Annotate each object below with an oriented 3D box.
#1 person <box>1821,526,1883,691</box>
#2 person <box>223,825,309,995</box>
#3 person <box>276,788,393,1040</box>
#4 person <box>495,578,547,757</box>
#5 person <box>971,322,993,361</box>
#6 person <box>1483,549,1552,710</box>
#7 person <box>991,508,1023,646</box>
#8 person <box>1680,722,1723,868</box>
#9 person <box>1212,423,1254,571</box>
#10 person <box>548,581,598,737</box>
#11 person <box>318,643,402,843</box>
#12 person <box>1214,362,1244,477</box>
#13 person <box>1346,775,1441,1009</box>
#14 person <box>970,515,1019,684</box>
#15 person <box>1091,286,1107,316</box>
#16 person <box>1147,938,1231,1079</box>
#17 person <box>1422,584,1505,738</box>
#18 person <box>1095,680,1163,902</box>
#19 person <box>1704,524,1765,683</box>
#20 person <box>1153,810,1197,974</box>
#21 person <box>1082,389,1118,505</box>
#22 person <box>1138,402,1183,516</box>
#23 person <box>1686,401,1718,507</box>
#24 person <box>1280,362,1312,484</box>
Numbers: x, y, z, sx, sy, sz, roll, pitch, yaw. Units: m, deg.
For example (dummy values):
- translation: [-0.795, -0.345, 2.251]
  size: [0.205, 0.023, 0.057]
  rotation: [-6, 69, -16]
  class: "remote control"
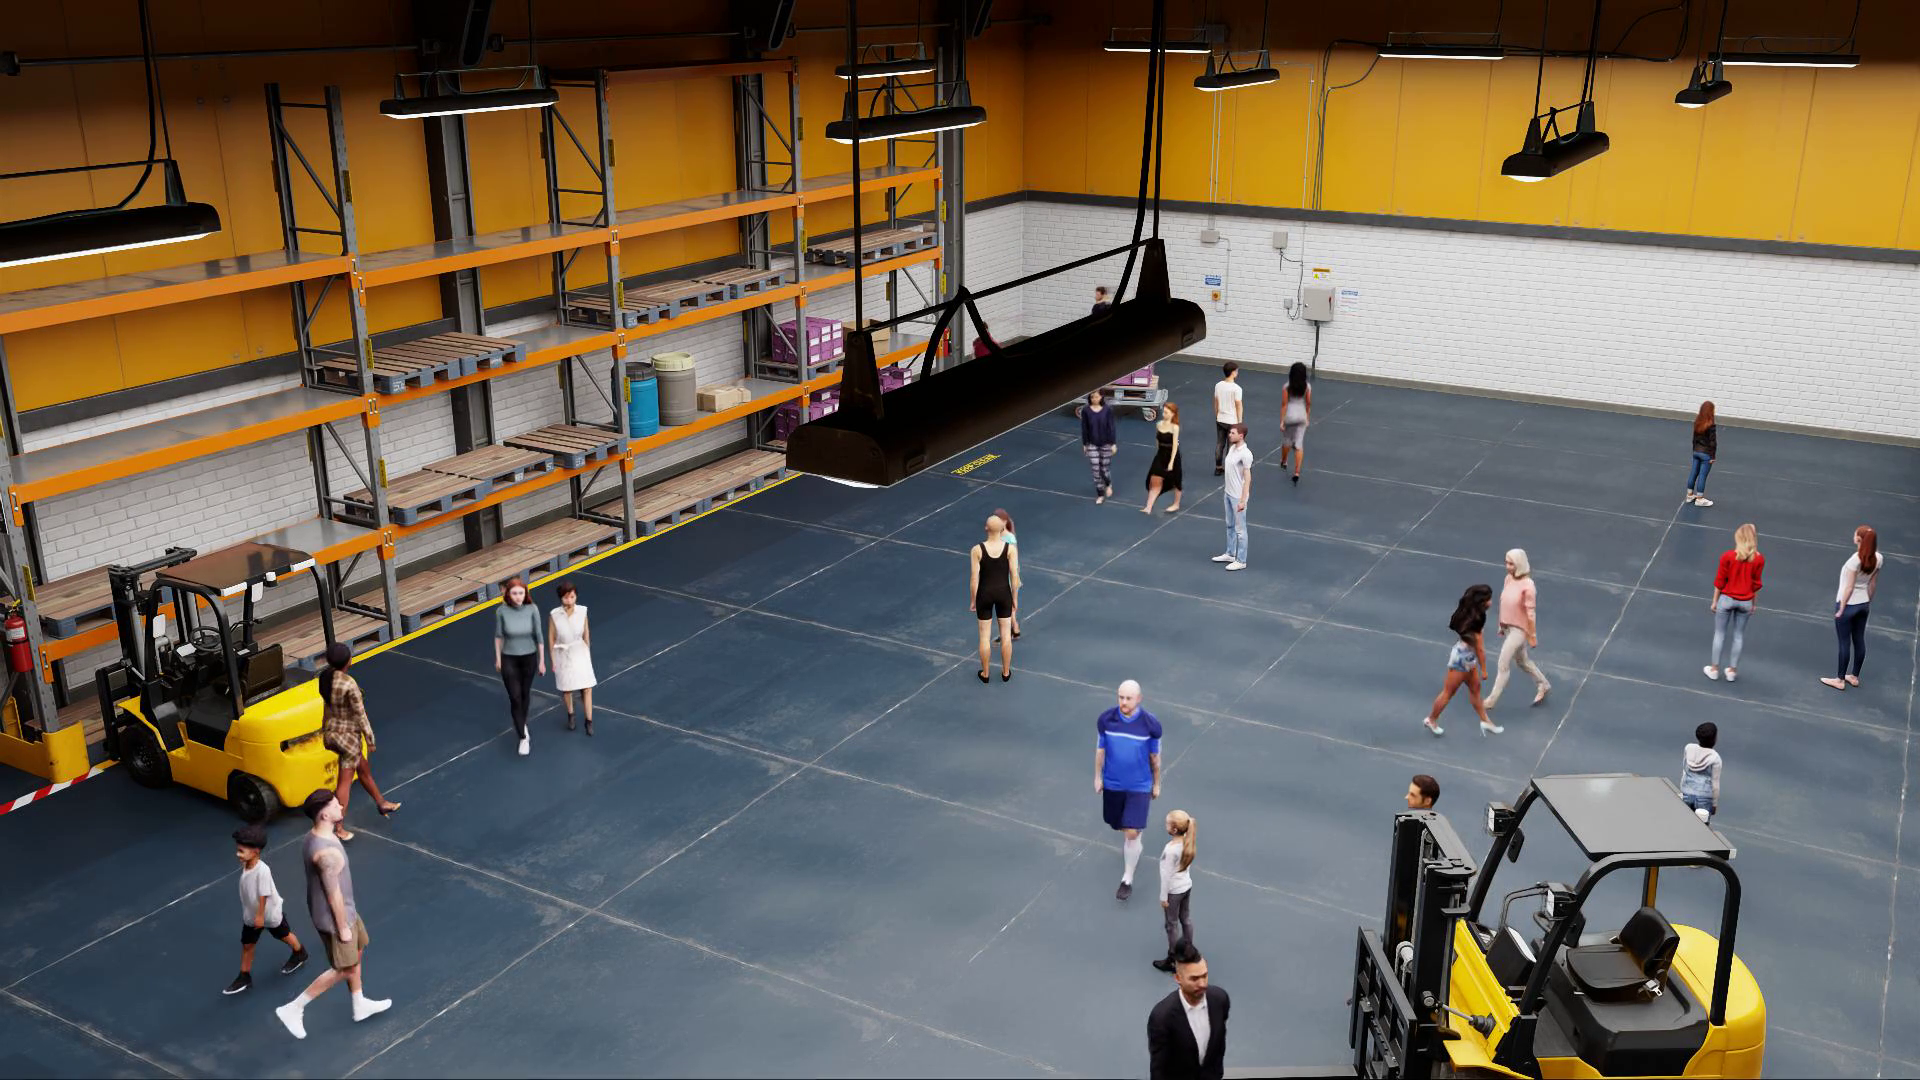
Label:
- translation: [9.243, 0.694, 17.177]
  size: [0.643, 1.737, 0.716]
  rotation: [-6, 20, -18]
  class: "person"
- translation: [-5.040, 2.655, 12.148]
  size: [0.485, 1.231, 0.856]
  rotation: [11, 21, 29]
  class: "person"
- translation: [-4.360, 2.582, 11.404]
  size: [1.116, 1.827, 0.947]
  rotation: [-10, 21, -28]
  class: "person"
- translation: [-4.219, 1.146, 15.873]
  size: [0.957, 1.712, 0.990]
  rotation: [-6, 19, -16]
  class: "person"
- translation: [0.443, -2.954, 28.348]
  size: [0.538, 1.520, 1.019]
  rotation: [11, 22, 30]
  class: "person"
- translation: [5.658, 0.897, 16.653]
  size: [1.167, 1.687, 1.128]
  rotation: [-5, 19, -14]
  class: "person"
- translation: [0.568, 0.384, 18.411]
  size: [0.742, 1.537, 0.696]
  rotation: [-12, 22, -31]
  class: "person"
- translation: [6.101, 2.092, 13.776]
  size: [0.570, 1.258, 0.535]
  rotation: [-14, 23, -36]
  class: "person"
- translation: [3.450, -0.560, 20.722]
  size: [0.768, 1.851, 0.718]
  rotation: [-6, 19, -16]
  class: "person"
- translation: [-3.816, 1.120, 16.222]
  size: [0.787, 1.538, 0.842]
  rotation: [-6, 19, -17]
  class: "person"
- translation: [-5.236, 1.765, 13.974]
  size: [0.665, 1.752, 0.980]
  rotation: [13, 23, 34]
  class: "person"
- translation: [3.957, -1.787, 24.571]
  size: [0.634, 1.720, 0.687]
  rotation: [-16, 25, -40]
  class: "person"
- translation: [3.283, 2.518, 11.604]
  size: [1.161, 1.837, 1.208]
  rotation: [-2, 19, -6]
  class: "person"
- translation: [0.355, 0.610, 17.303]
  size: [0.710, 1.816, 0.725]
  rotation: [-2, 19, -6]
  class: "person"
- translation: [2.547, -3.654, 29.944]
  size: [0.937, 1.829, 0.887]
  rotation: [2, 19, 6]
  class: "person"
- translation: [1.253, 3.124, 9.686]
  size: [1.184, 1.912, 1.182]
  rotation: [-8, 20, -22]
  class: "person"
- translation: [4.746, 1.199, 15.944]
  size: [0.871, 1.567, 1.006]
  rotation: [2, 19, 7]
  class: "person"
- translation: [1.377, 1.935, 13.370]
  size: [0.806, 1.815, 1.131]
  rotation: [5, 19, 15]
  class: "person"
- translation: [8.082, 0.657, 17.346]
  size: [0.696, 1.700, 0.671]
  rotation: [2, 19, 6]
  class: "person"
- translation: [1.613, 2.580, 12.301]
  size: [0.580, 1.274, 0.460]
  rotation: [14, 23, 36]
  class: "person"
- translation: [1.976, -1.362, 23.331]
  size: [0.740, 1.706, 0.796]
  rotation: [4, 19, 13]
  class: "person"
- translation: [2.899, -1.108, 22.769]
  size: [1.100, 1.582, 0.745]
  rotation: [-17, 25, -41]
  class: "person"
- translation: [10.402, -1.227, 23.282]
  size: [0.692, 1.481, 0.640]
  rotation: [-6, 19, -17]
  class: "person"
- translation: [4.899, -1.663, 24.197]
  size: [0.950, 1.723, 1.196]
  rotation: [1, 19, 2]
  class: "person"
